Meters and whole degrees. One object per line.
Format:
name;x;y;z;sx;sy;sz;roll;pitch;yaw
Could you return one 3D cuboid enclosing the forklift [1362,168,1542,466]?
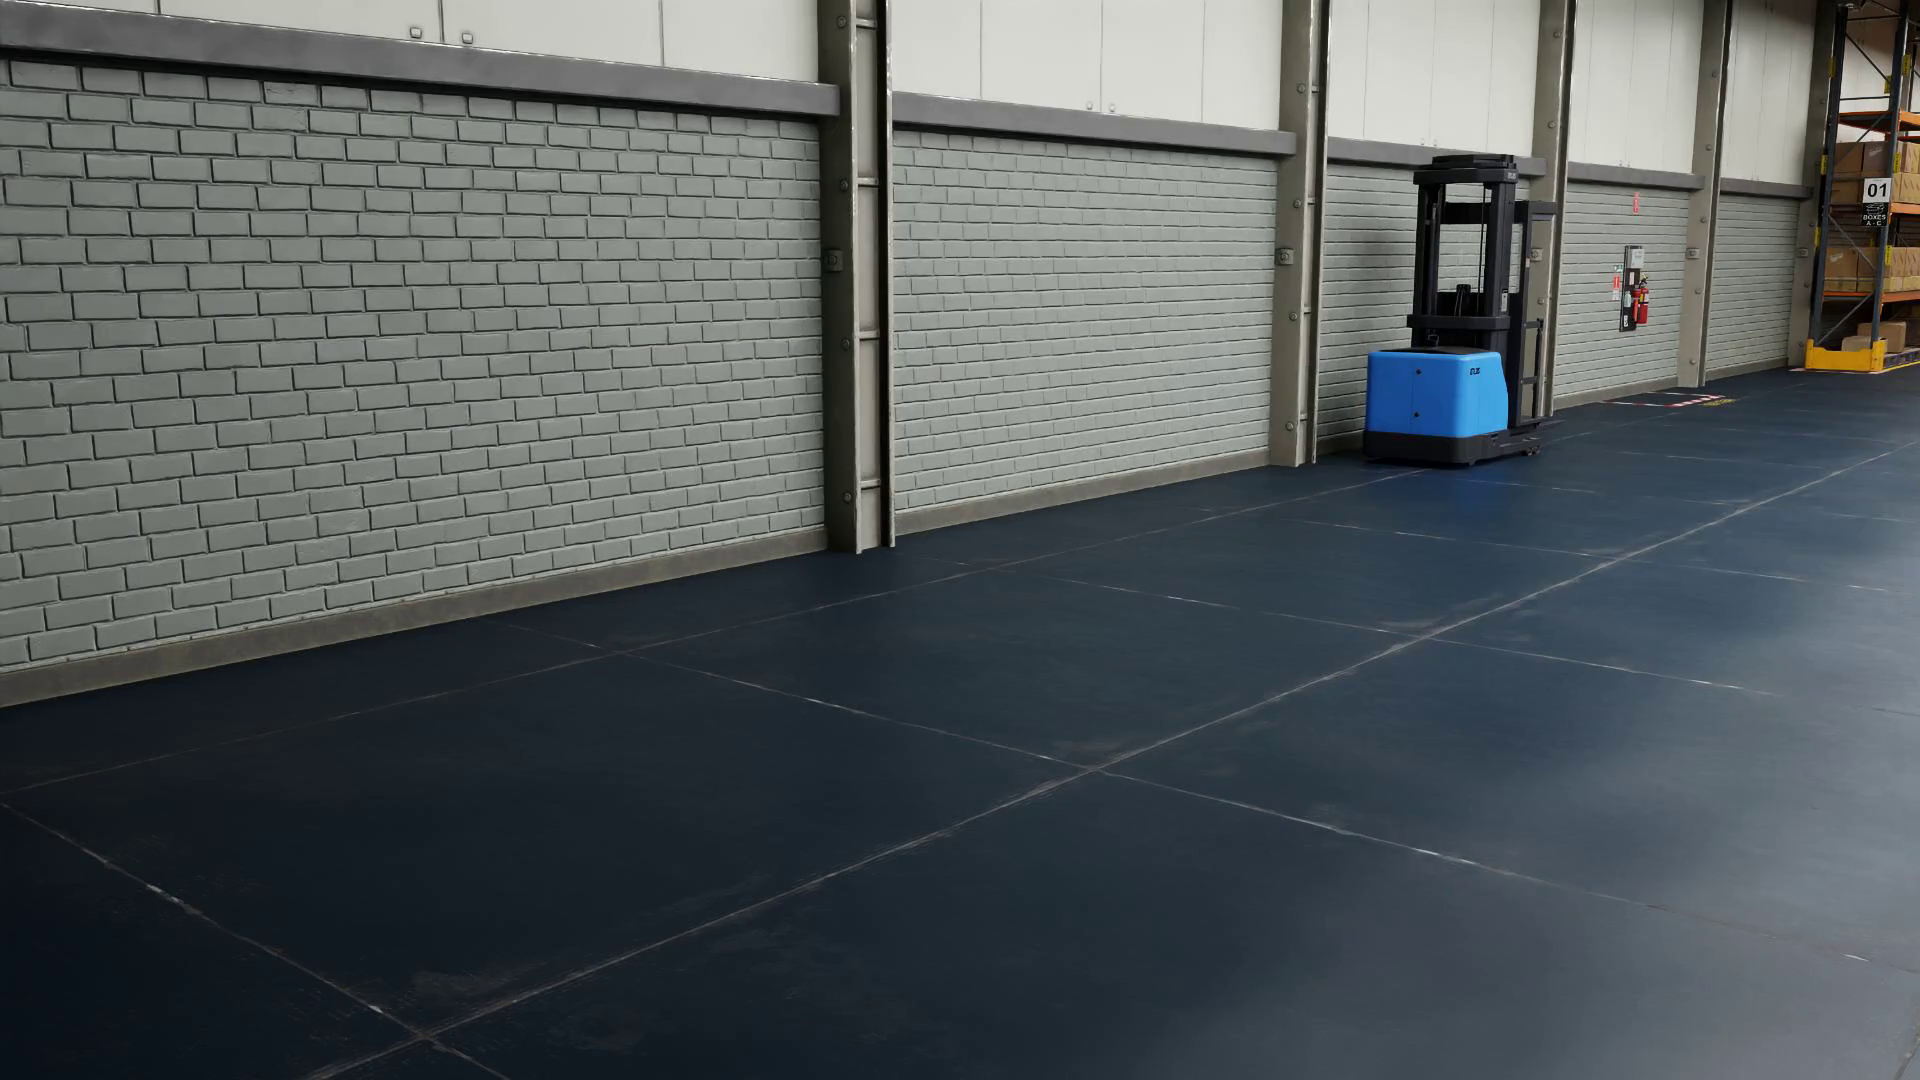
forklift;4.875;-2.212;16.287;1.129;2.768;1.873;8;13;40
